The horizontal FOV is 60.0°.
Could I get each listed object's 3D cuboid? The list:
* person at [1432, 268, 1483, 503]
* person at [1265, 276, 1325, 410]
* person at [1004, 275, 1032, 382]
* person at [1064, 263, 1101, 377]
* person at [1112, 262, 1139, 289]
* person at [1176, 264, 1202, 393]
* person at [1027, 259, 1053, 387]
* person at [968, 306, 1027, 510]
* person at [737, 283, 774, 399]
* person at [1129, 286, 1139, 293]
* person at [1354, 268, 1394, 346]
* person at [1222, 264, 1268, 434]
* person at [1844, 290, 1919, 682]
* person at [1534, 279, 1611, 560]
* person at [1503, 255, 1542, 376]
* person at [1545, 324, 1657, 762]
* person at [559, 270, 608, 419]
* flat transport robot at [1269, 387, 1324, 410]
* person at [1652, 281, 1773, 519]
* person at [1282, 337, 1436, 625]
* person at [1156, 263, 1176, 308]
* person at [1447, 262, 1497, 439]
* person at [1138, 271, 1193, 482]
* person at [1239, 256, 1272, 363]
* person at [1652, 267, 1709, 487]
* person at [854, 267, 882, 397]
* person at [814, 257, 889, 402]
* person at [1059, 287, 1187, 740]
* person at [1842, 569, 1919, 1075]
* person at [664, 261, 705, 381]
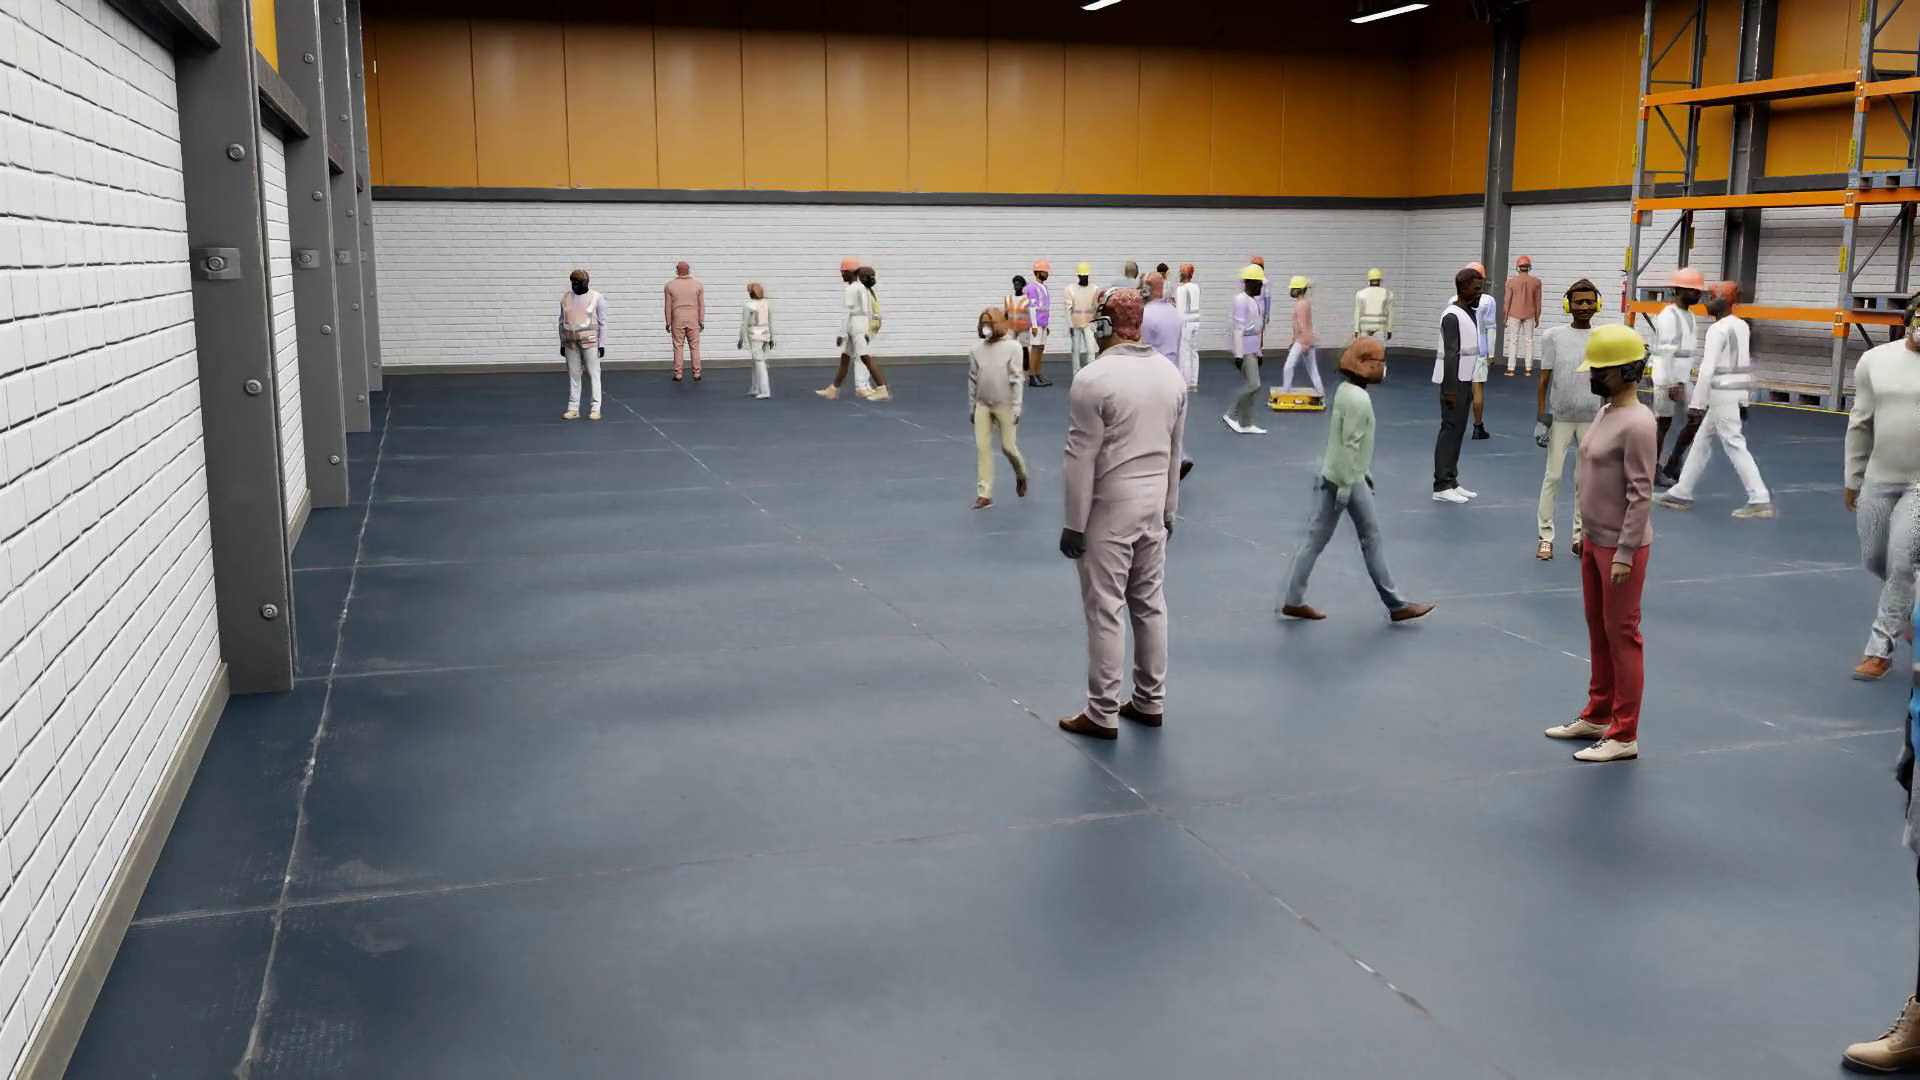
[{"bbox_3d":[4.102,-1.277,13.736,0.374,1.915,0.596,6,11,30],"label":"person"},{"bbox_3d":[4.384,-2.550,21.639,0.855,1.736,0.522,5,11,25],"label":"person"},{"bbox_3d":[0.893,-3.301,26.099,0.563,1.674,0.670,5,11,25],"label":"person"},{"bbox_3d":[1.885,-3.273,25.378,0.582,1.877,0.929,-1,10,-4],"label":"person"},{"bbox_3d":[2.716,-3.453,26.418,0.651,1.882,1.003,6,12,32],"label":"person"},{"bbox_3d":[3.311,-3.085,24.300,0.355,1.883,0.572,8,13,39],"label":"person"},{"bbox_3d":[1.226,-3.312,25.443,0.349,1.942,0.545,4,11,24],"label":"person"},{"bbox_3d":[0.305,-1.070,13.384,0.510,1.615,0.619,5,11,26],"label":"person"},{"bbox_3d":[-2.909,-2.794,23.376,0.686,1.612,0.522,6,12,33],"label":"person"},{"bbox_3d":[2.139,-2.321,20.580,0.311,1.638,0.521,9,13,43],"label":"person"},{"bbox_3d":[6.429,-3.315,25.846,0.595,1.814,0.696,2,10,12],"label":"person"},{"bbox_3d":[3.254,-2.130,18.667,0.397,1.912,0.617,4,11,24],"label":"person"},{"bbox_3d":[4.649,-0.284,8.044,0.797,1.904,0.633,-7,12,-36],"label":"person"},{"bbox_3d":[4.091,-0.791,11.058,0.514,1.872,0.328,1,10,4],"label":"person"},{"bbox_3d":[9.350,-3.725,27.677,0.611,1.996,0.375,1,10,6],"label":"person"},{"bbox_3d":[2.614,0.013,6.721,0.319,1.763,0.522,0,10,2],"label":"person"},{"bbox_3d":[-4.647,-2.395,20.445,0.619,1.838,0.430,2,10,12],"label":"person"},{"bbox_3d":[4.432,-1.874,21.947,0.652,0.197,1.431,2,10,9],"label":"flat transport robot"},{"bbox_3d":[5.935,-1.093,12.949,1.008,1.831,0.597,9,13,42],"label":"person"},{"bbox_3d":[2.186,-0.317,9.145,0.841,1.583,0.508,0,10,-1],"label":"person"},{"bbox_3d":[3.515,-3.887,28.980,0.526,1.871,0.324,3,10,15],"label":"person"},{"bbox_3d":[5.612,-2.072,18.263,0.544,1.943,0.347,7,12,34],"label":"person"},{"bbox_3d":[1.661,-1.342,14.210,0.484,1.888,0.642,6,11,31],"label":"person"},{"bbox_3d":[5.376,-4.192,30.421,0.624,1.995,1.071,4,10,20],"label":"person"},{"bbox_3d":[6.240,-1.394,14.433,0.551,1.916,0.513,-8,13,-38],"label":"person"},{"bbox_3d":[-1.330,-2.966,23.733,0.430,1.843,0.626,2,10,13],"label":"person"},{"bbox_3d":[-1.469,-2.877,22.847,1.101,1.975,0.638,2,10,9],"label":"person"},{"bbox_3d":[0.666,-0.116,7.073,0.639,1.900,0.404,-9,13,-42],"label":"person"},{"bbox_3d":[2.395,0.534,3.884,0.321,1.696,0.536,-1,10,-8],"label":"person"},{"bbox_3d":[-4.399,-3.494,26.589,0.645,1.913,0.409,-3,10,-16],"label":"person"}]
